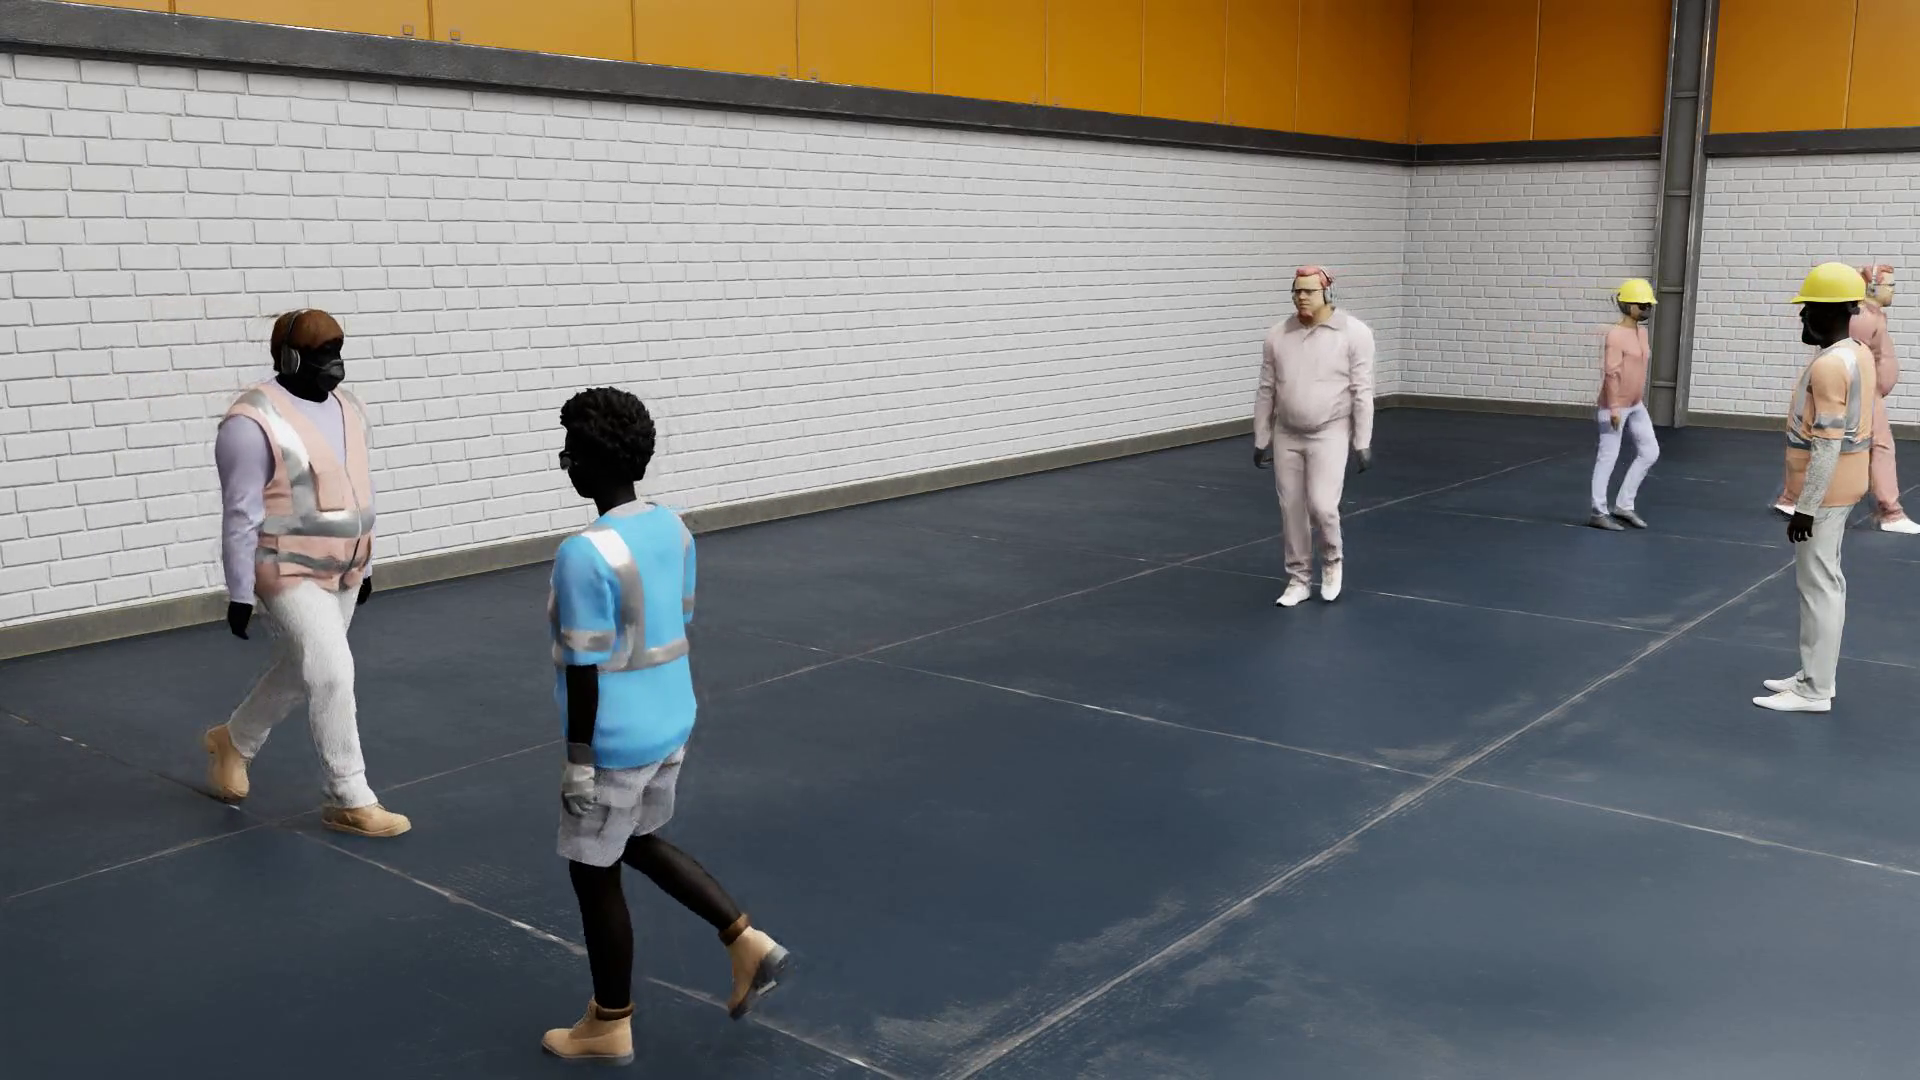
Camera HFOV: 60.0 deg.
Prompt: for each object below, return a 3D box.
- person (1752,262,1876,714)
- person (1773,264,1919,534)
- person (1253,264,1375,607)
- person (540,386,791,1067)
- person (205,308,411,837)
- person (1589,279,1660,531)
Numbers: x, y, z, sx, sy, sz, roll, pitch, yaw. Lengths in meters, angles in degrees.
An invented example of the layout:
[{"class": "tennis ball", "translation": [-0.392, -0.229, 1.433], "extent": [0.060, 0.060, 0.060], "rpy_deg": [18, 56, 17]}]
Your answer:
[{"class": "person", "translation": [3.681, -0.215, 7.136], "extent": [0.367, 1.927, 0.587], "rpy_deg": [7, 12, 34]}, {"class": "person", "translation": [6.273, -0.992, 11.640], "extent": [0.977, 1.865, 0.659], "rpy_deg": [5, 11, 25]}, {"class": "person", "translation": [1.913, -0.559, 9.137], "extent": [0.674, 1.889, 0.434], "rpy_deg": [7, 13, 36]}, {"class": "person", "translation": [-0.757, 0.471, 4.021], "extent": [0.520, 1.686, 0.537], "rpy_deg": [3, 11, 14]}, {"class": "person", "translation": [-2.330, 0.101, 5.754], "extent": [0.885, 1.810, 0.637], "rpy_deg": [3, 11, 18]}, {"class": "person", "translation": [4.633, -0.919, 11.509], "extent": [0.556, 1.748, 0.501], "rpy_deg": [-9, 13, -40]}]
